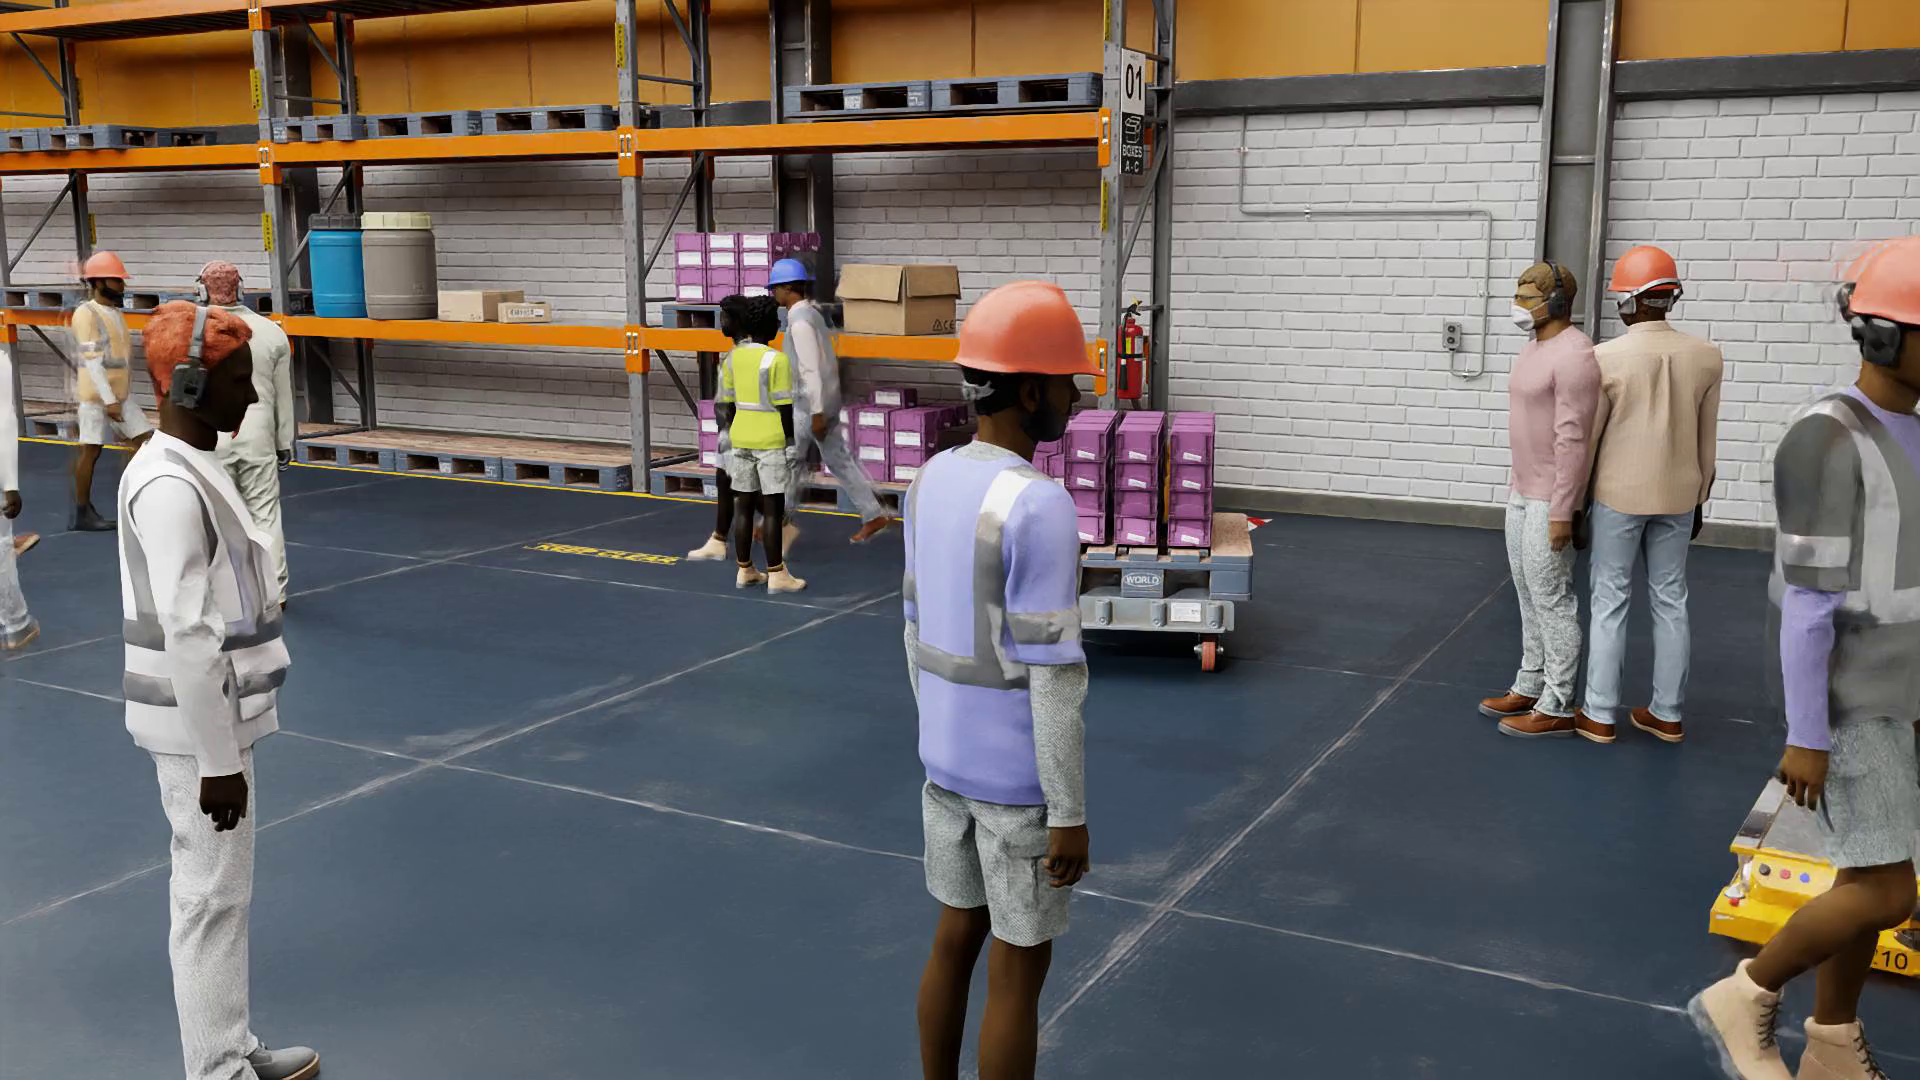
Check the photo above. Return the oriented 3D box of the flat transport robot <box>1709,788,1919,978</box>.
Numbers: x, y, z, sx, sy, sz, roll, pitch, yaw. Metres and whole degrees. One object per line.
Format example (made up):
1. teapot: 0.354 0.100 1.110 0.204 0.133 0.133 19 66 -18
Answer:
1. flat transport robot: 2.806 0.964 5.142 0.652 0.197 1.431 7 12 33

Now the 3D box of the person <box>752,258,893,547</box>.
1. person: -0.932 -0.878 10.830 1.021 1.889 0.656 1 10 4

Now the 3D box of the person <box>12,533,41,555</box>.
1. person: -6.187 -0.733 9.880 1.067 1.925 0.598 -3 11 -17

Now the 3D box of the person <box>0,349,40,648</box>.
1. person: -4.713 -0.305 7.826 0.598 1.832 0.979 -2 10 -9

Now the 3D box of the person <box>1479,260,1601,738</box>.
1. person: 2.386 -0.164 6.782 0.366 1.932 0.628 0 10 2

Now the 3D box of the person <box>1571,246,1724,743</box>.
1. person: 2.699 -0.165 6.641 0.617 1.990 0.400 -1 10 -6

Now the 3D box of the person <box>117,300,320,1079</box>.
1. person: -1.659 0.416 3.714 0.356 1.887 0.573 -5 11 -24

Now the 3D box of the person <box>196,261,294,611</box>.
1. person: -3.896 -0.532 8.903 0.635 1.900 0.399 -9 13 -40

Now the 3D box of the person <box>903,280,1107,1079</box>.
1. person: 0.108 0.448 3.401 0.372 1.934 0.551 -6 12 -29

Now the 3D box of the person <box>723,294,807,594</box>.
1. person: -1.123 -0.544 9.494 0.531 1.697 0.320 9 14 41

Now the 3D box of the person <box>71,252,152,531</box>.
1. person: -5.738 -0.998 11.387 0.896 1.905 0.545 1 10 3

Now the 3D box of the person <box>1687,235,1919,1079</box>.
1. person: 2.018 0.350 3.693 0.634 2.024 0.404 -9 14 -42

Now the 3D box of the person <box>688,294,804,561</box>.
1. person: -1.339 -0.680 10.295 0.692 1.673 0.543 -1 10 -6
